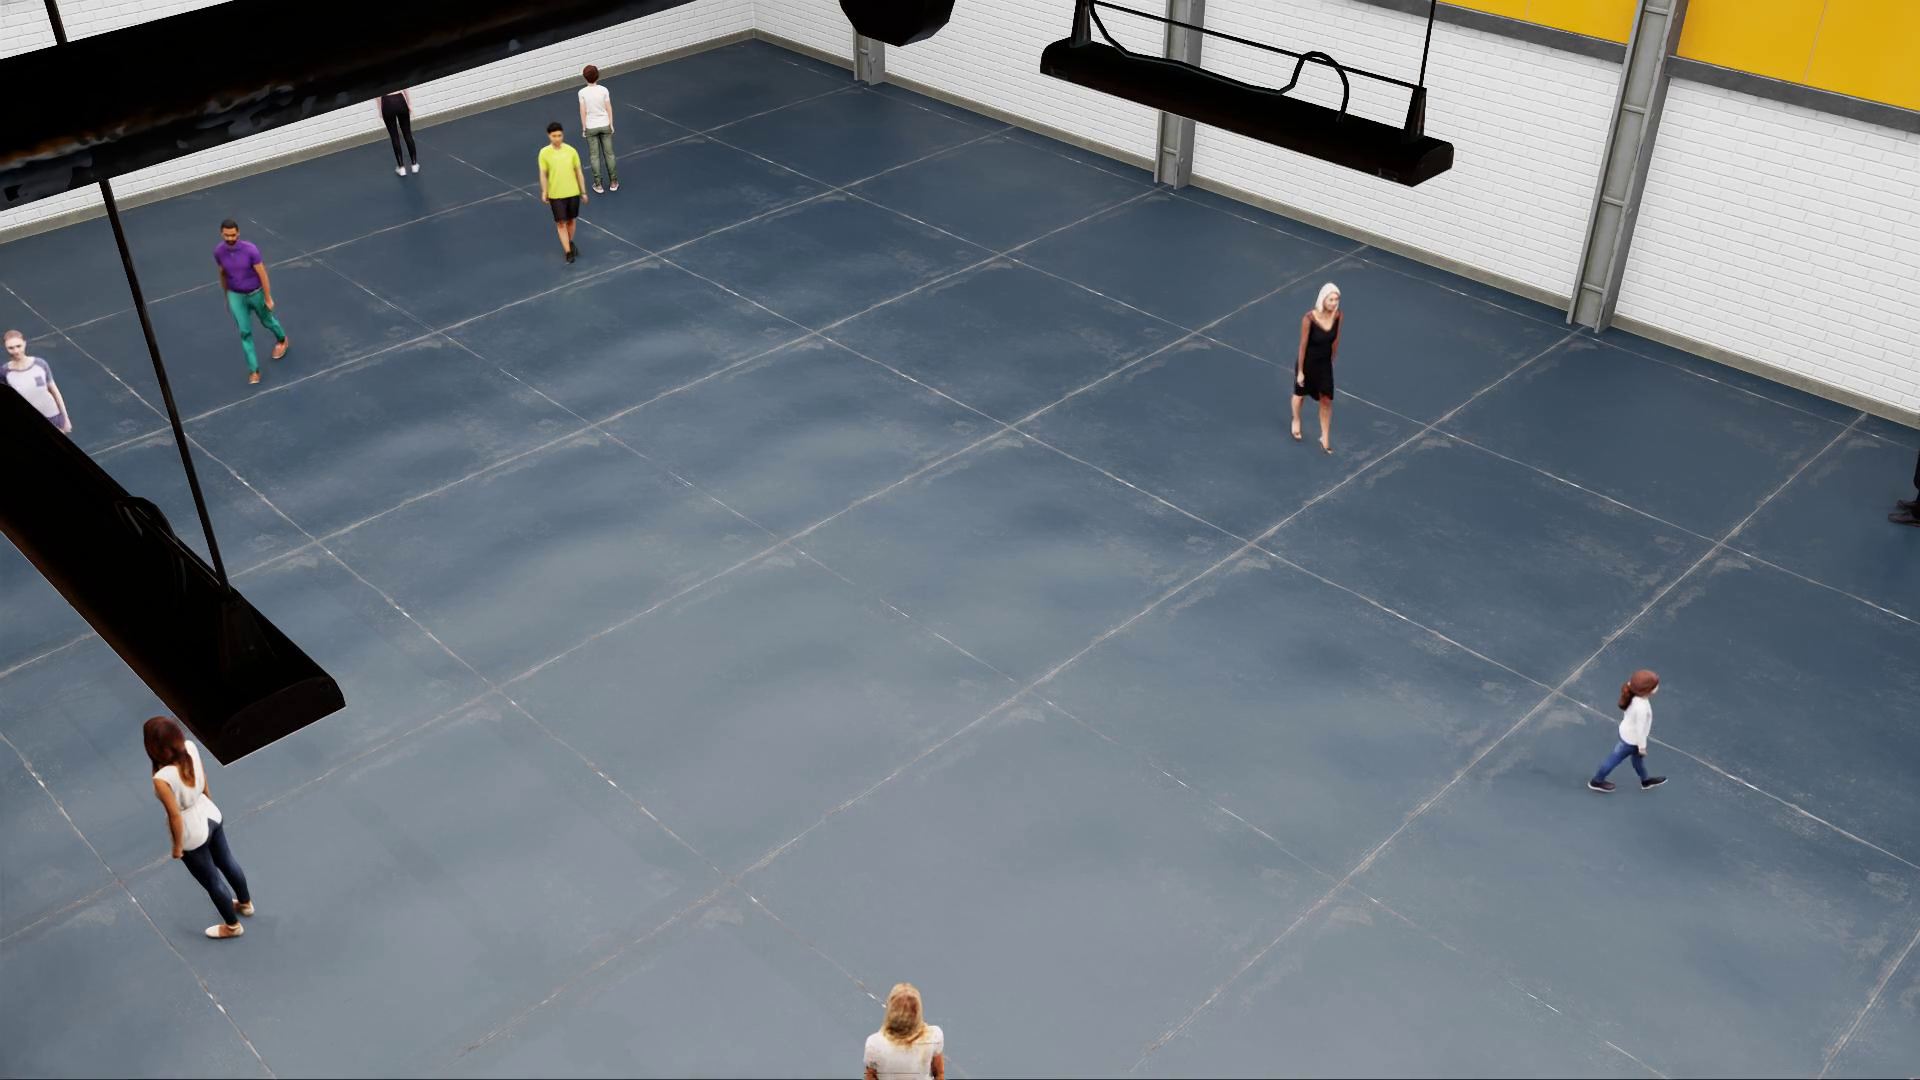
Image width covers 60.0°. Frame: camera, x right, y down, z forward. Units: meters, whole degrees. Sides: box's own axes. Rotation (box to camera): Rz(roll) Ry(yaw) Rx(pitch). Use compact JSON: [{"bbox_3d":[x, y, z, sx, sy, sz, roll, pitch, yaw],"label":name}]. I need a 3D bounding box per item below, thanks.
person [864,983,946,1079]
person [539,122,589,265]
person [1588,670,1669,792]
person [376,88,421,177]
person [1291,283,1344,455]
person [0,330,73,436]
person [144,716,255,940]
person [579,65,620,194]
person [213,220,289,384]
[{"bbox_3d":[-0.276,3.082,8.804,0.729,1.799,0.776,-5,34,-7],"label":"person"},{"bbox_3d":[-4.753,-4.187,19.845,0.867,1.683,1.073,-14,36,-20],"label":"person"},{"bbox_3d":[4.786,1.387,11.995,0.819,1.089,0.679,8,34,12],"label":"person"},{"bbox_3d":[-7.519,-5.734,22.118,0.642,1.744,0.601,-16,37,-23],"label":"person"},{"bbox_3d":[3.396,-1.729,16.116,0.886,1.717,0.997,-5,34,-8],"label":"person"},{"bbox_3d":[-8.413,-1.146,15.214,0.727,1.745,0.992,-19,38,-26],"label":"person"},{"bbox_3d":[-4.888,1.844,10.680,0.713,1.784,0.681,4,34,6],"label":"person"},{"bbox_3d":[-4.704,-5.349,21.619,0.645,1.655,0.655,-11,35,-16],"label":"person"},{"bbox_3d":[-7.408,-2.584,17.394,1.136,1.726,1.268,-2,34,-3],"label":"person"}]
